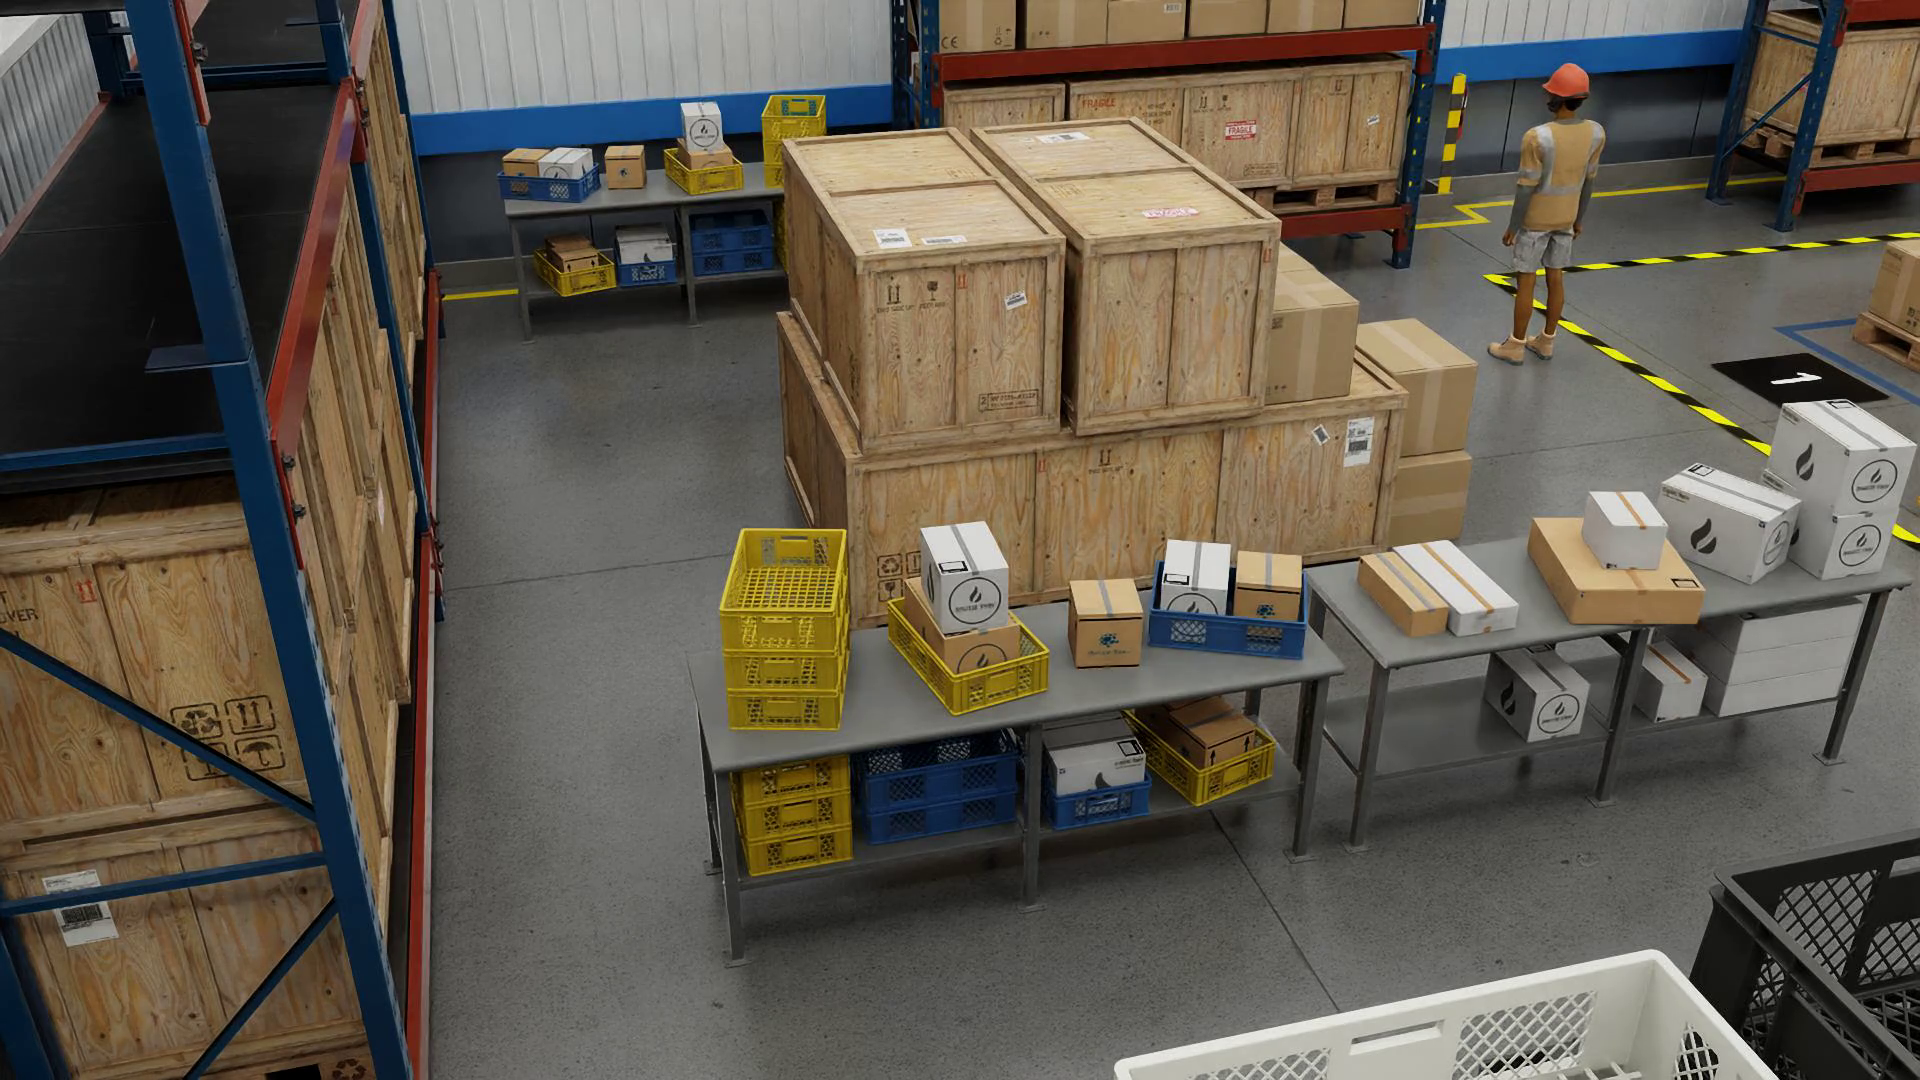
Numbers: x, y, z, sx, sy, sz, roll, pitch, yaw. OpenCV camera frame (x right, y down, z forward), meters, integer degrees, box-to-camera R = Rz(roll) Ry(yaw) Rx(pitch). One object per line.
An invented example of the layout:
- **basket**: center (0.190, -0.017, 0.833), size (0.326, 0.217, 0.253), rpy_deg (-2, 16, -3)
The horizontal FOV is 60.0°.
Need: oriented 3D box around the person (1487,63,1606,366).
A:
- **person**: center (3.955, -2.177, 11.227), size (0.609, 2.048, 0.362), rpy_deg (-10, 30, -17)
